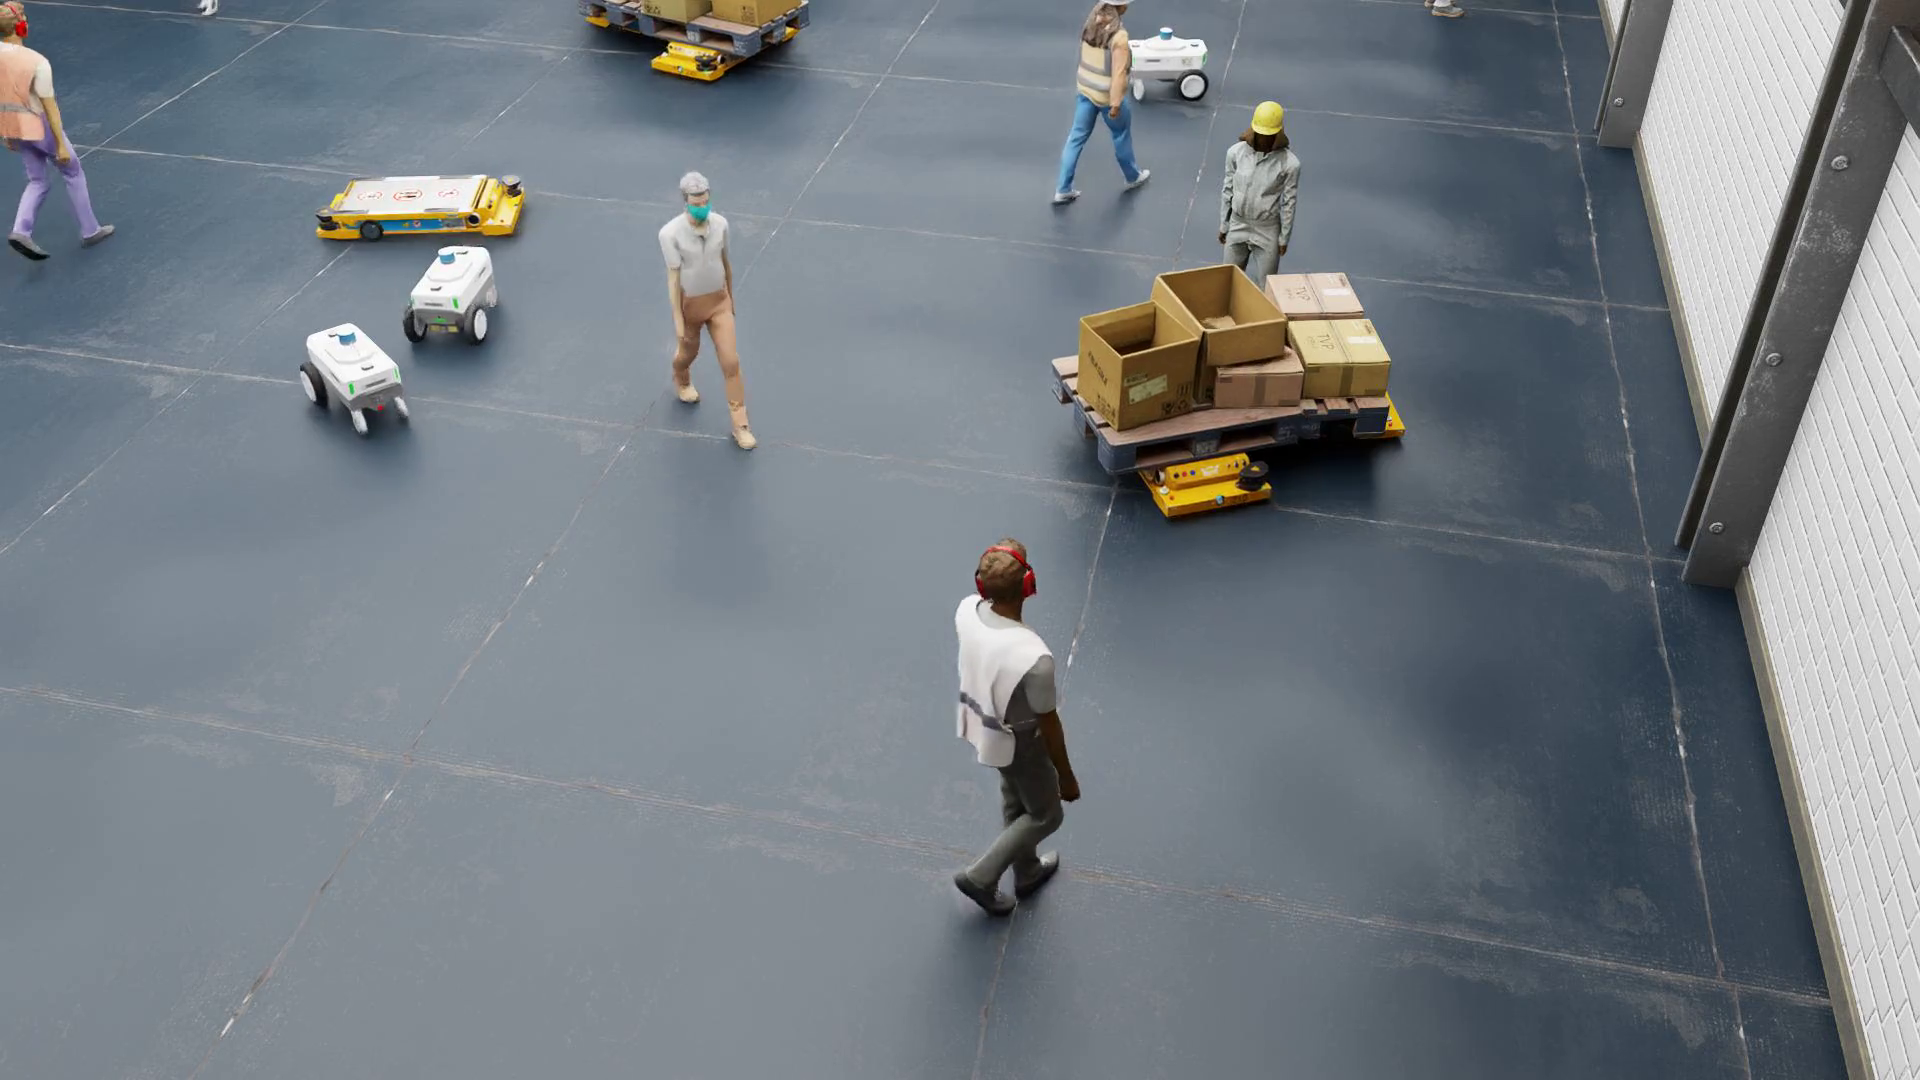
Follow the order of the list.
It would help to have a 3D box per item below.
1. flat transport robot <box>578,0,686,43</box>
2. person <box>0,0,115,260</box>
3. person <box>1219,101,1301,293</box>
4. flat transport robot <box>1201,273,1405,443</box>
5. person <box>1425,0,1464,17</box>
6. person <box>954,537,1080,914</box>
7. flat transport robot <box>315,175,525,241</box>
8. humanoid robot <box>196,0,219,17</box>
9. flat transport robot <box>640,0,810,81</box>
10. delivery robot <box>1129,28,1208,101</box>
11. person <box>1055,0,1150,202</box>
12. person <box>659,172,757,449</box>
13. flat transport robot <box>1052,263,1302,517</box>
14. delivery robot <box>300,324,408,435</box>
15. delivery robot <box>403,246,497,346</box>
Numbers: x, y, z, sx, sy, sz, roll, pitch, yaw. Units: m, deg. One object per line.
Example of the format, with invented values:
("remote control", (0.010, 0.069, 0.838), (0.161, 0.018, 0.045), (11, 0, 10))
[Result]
("flat transport robot", (-2.843, -4.982, 15.885), (1.431, 0.231, 0.659), (23, 42, 27))
("person", (-6.579, -2.837, 11.726), (0.573, 1.803, 0.757), (10, 38, 13))
("person", (1.890, -1.983, 10.652), (0.485, 1.738, 0.341), (18, 40, 22))
("flat transport robot", (1.988, -0.862, 10.372), (1.431, 0.231, 0.659), (-2, 37, -3))
("person", (4.758, -5.989, 15.887), (0.358, 1.881, 0.572), (0, 37, 1))
("person", (0.224, 0.825, 6.822), (0.540, 1.812, 0.664), (-20, 41, -24))
("flat transport robot", (-4.072, -2.516, 12.586), (1.431, 0.231, 0.659), (-2, 37, -3))
("humanoid robot", (-7.384, -5.919, 15.878), (0.536, 1.726, 0.770), (7, 37, 9))
("flat transport robot", (-2.158, -4.612, 15.390), (0.659, 0.231, 1.431), (19, 41, 23))
("delivery robot", (1.810, -4.179, 14.566), (0.759, 0.587, 0.508), (-1, 37, -1))
("person", (1.085, -3.396, 12.581), (0.872, 1.677, 0.489), (-29, 45, -33))
("person", (-1.561, -1.441, 9.953), (0.449, 1.702, 0.883), (-17, 40, -22))
("flat transport robot", (1.291, -0.654, 10.094), (0.659, 0.231, 1.431), (-10, 38, -14))
("delivery robot", (-3.785, -1.049, 10.399), (0.499, 0.614, 0.812), (-26, 44, -30))
("delivery robot", (-3.418, -1.676, 11.216), (0.499, 0.586, 0.773), (4, 37, 5))
